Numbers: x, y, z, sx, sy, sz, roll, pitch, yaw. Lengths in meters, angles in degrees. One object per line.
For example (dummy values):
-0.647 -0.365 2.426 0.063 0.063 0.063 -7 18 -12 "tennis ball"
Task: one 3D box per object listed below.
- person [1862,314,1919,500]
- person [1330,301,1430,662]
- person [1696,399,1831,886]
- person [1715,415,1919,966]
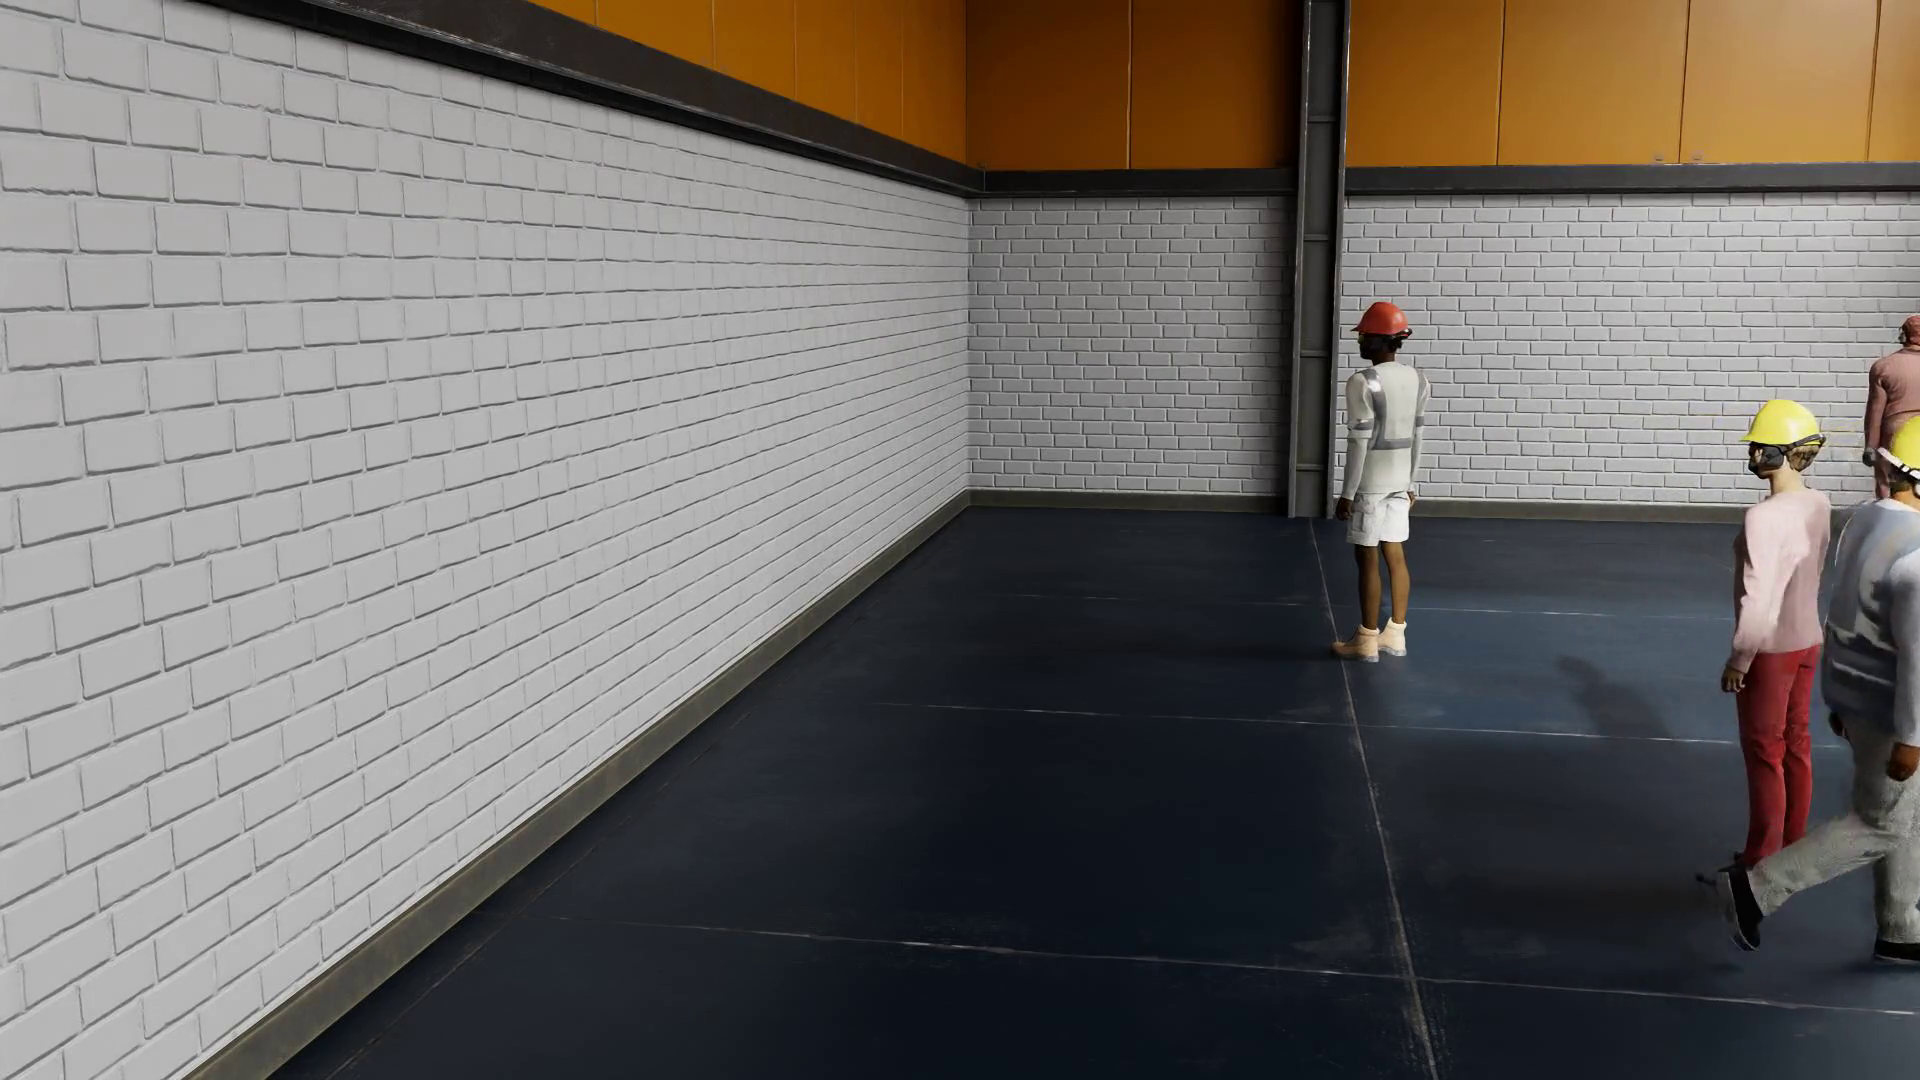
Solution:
7.015 -0.708 12.303 0.642 1.906 0.410 2 9 14 "person"
2.382 -0.328 9.497 0.615 2.047 0.356 -7 11 -36 "person"
2.897 0.383 5.957 0.522 1.769 0.312 -8 12 -40 "person"
2.820 0.491 5.202 0.751 1.803 0.604 2 9 13 "person"
